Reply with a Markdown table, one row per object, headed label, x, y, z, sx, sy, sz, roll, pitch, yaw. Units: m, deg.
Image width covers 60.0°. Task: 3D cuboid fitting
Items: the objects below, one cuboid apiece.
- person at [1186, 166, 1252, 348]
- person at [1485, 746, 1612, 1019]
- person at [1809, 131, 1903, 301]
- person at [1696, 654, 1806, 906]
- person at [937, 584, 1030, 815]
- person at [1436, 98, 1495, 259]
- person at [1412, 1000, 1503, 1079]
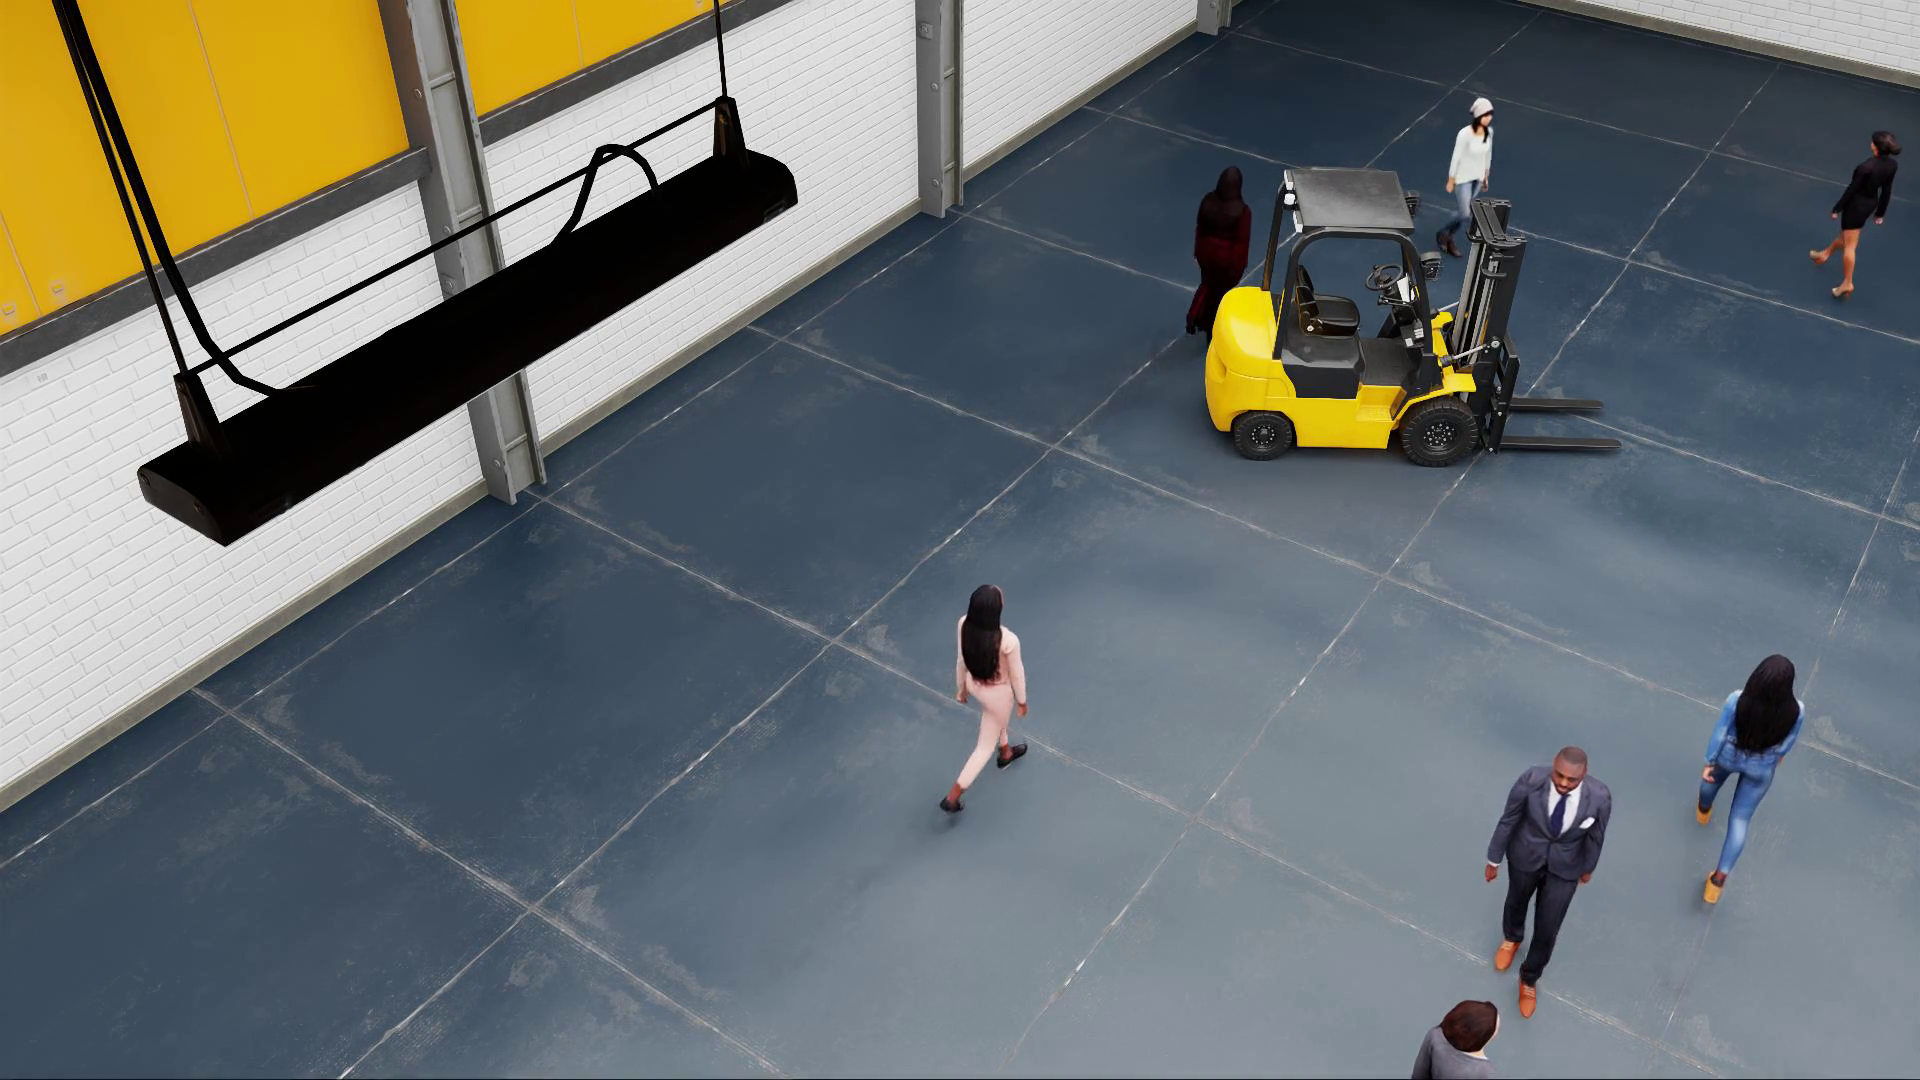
| label | x | y | z | sx | sy | sz | roll | pitch | yaw |
| --- | --- | --- | --- | --- | --- | --- | --- | --- | --- |
| person | 2.268 | -2.474 | 14.806 | 0.701 | 1.751 | 0.733 | 29 | 47 | 32 |
| person | 3.325 | 1.771 | 9.446 | 0.809 | 1.806 | 0.881 | 16 | 41 | 19 |
| person | 8.465 | -3.006 | 15.591 | 1.011 | 1.603 | 1.009 | -10 | 40 | -12 |
| person | 4.695 | 1.441 | 9.976 | 0.787 | 1.662 | 1.256 | 15 | 41 | 18 |
| person | 0.143 | 1.028 | 10.472 | 0.722 | 1.687 | 1.173 | 30 | 48 | 32 |
| person | 4.912 | -3.561 | 16.258 | 0.670 | 1.639 | 0.744 | -20 | 43 | -23 |
| person | 2.381 | 2.844 | 8.133 | 0.621 | 1.768 | 0.669 | -26 | 45 | -28 |
